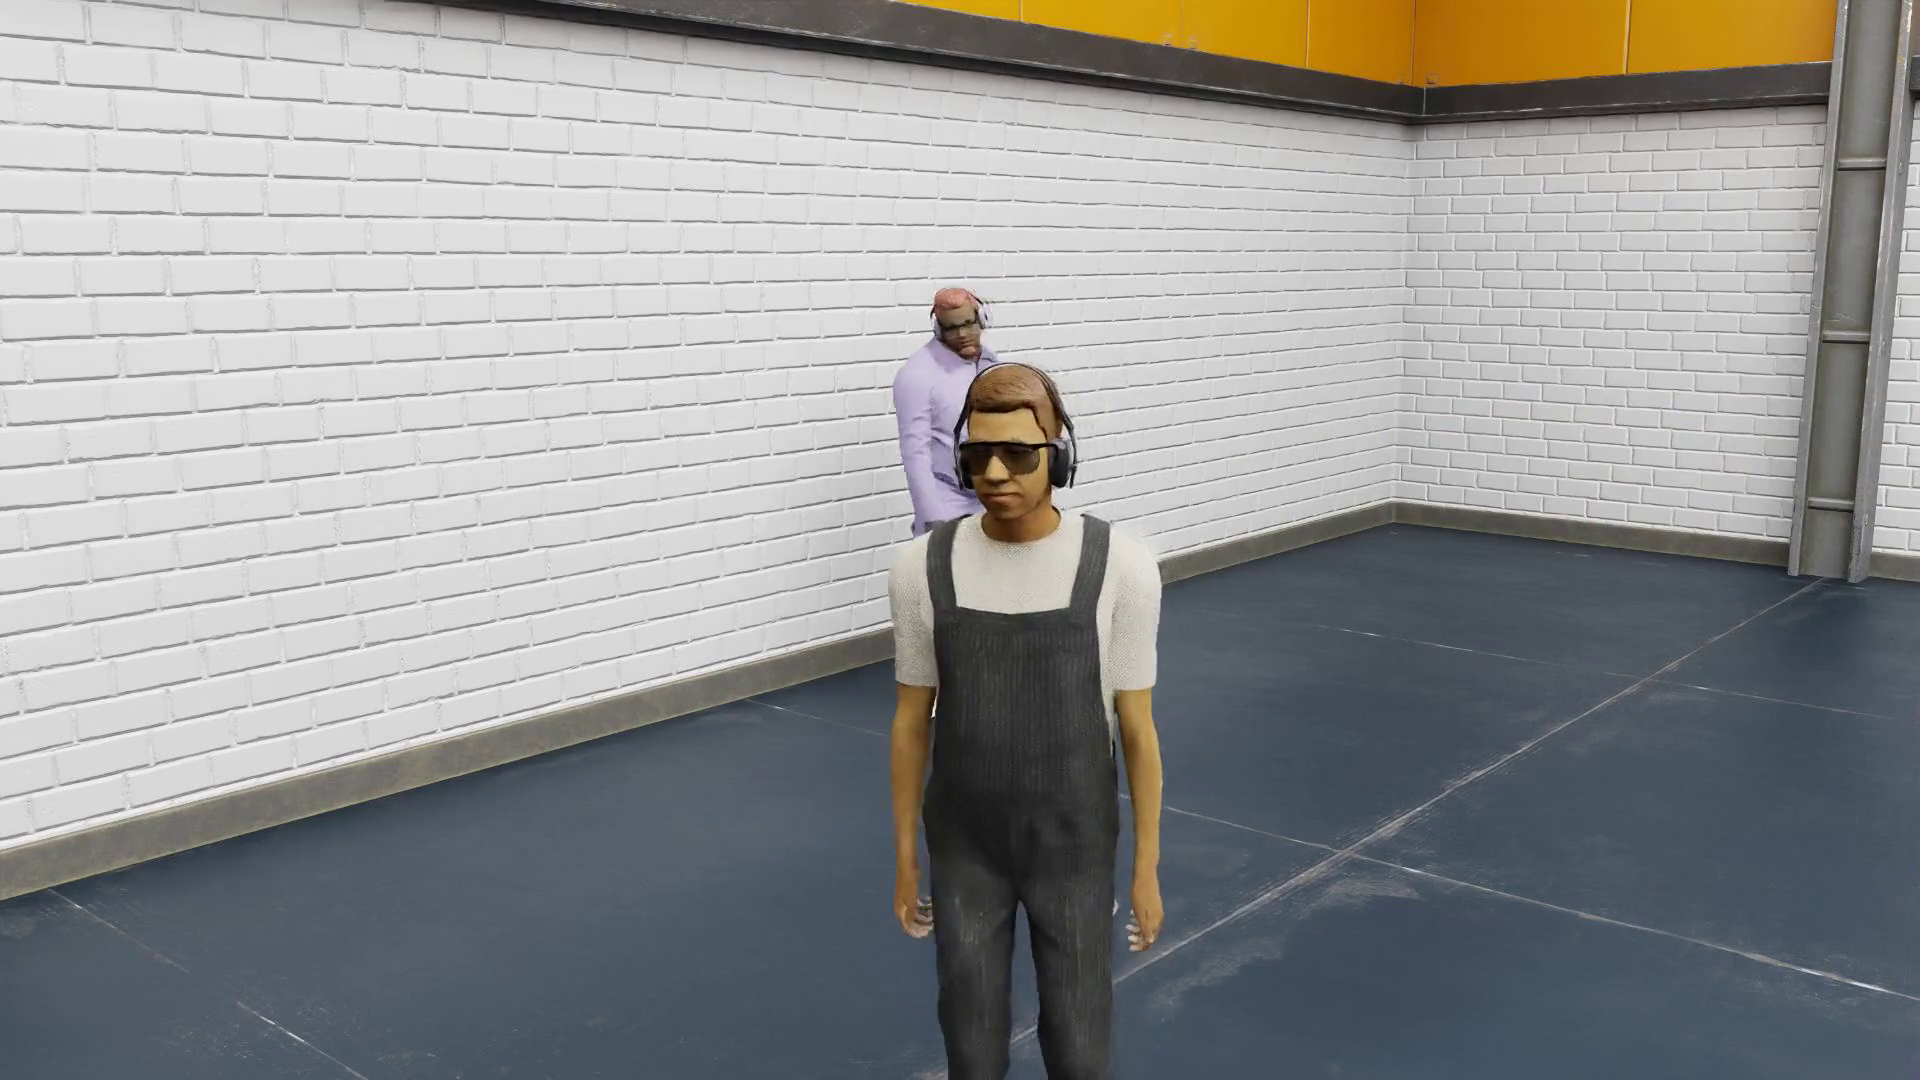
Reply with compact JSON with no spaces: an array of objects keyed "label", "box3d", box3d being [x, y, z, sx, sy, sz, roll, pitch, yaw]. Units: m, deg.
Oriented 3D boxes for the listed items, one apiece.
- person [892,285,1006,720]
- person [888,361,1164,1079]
[{"label":"person","box3d":[0.052,-0.175,7.311,0.413,1.873,0.821,9,13,41]},{"label":"person","box3d":[0.129,0.569,3.151,0.528,1.825,0.588,2,10,13]}]
